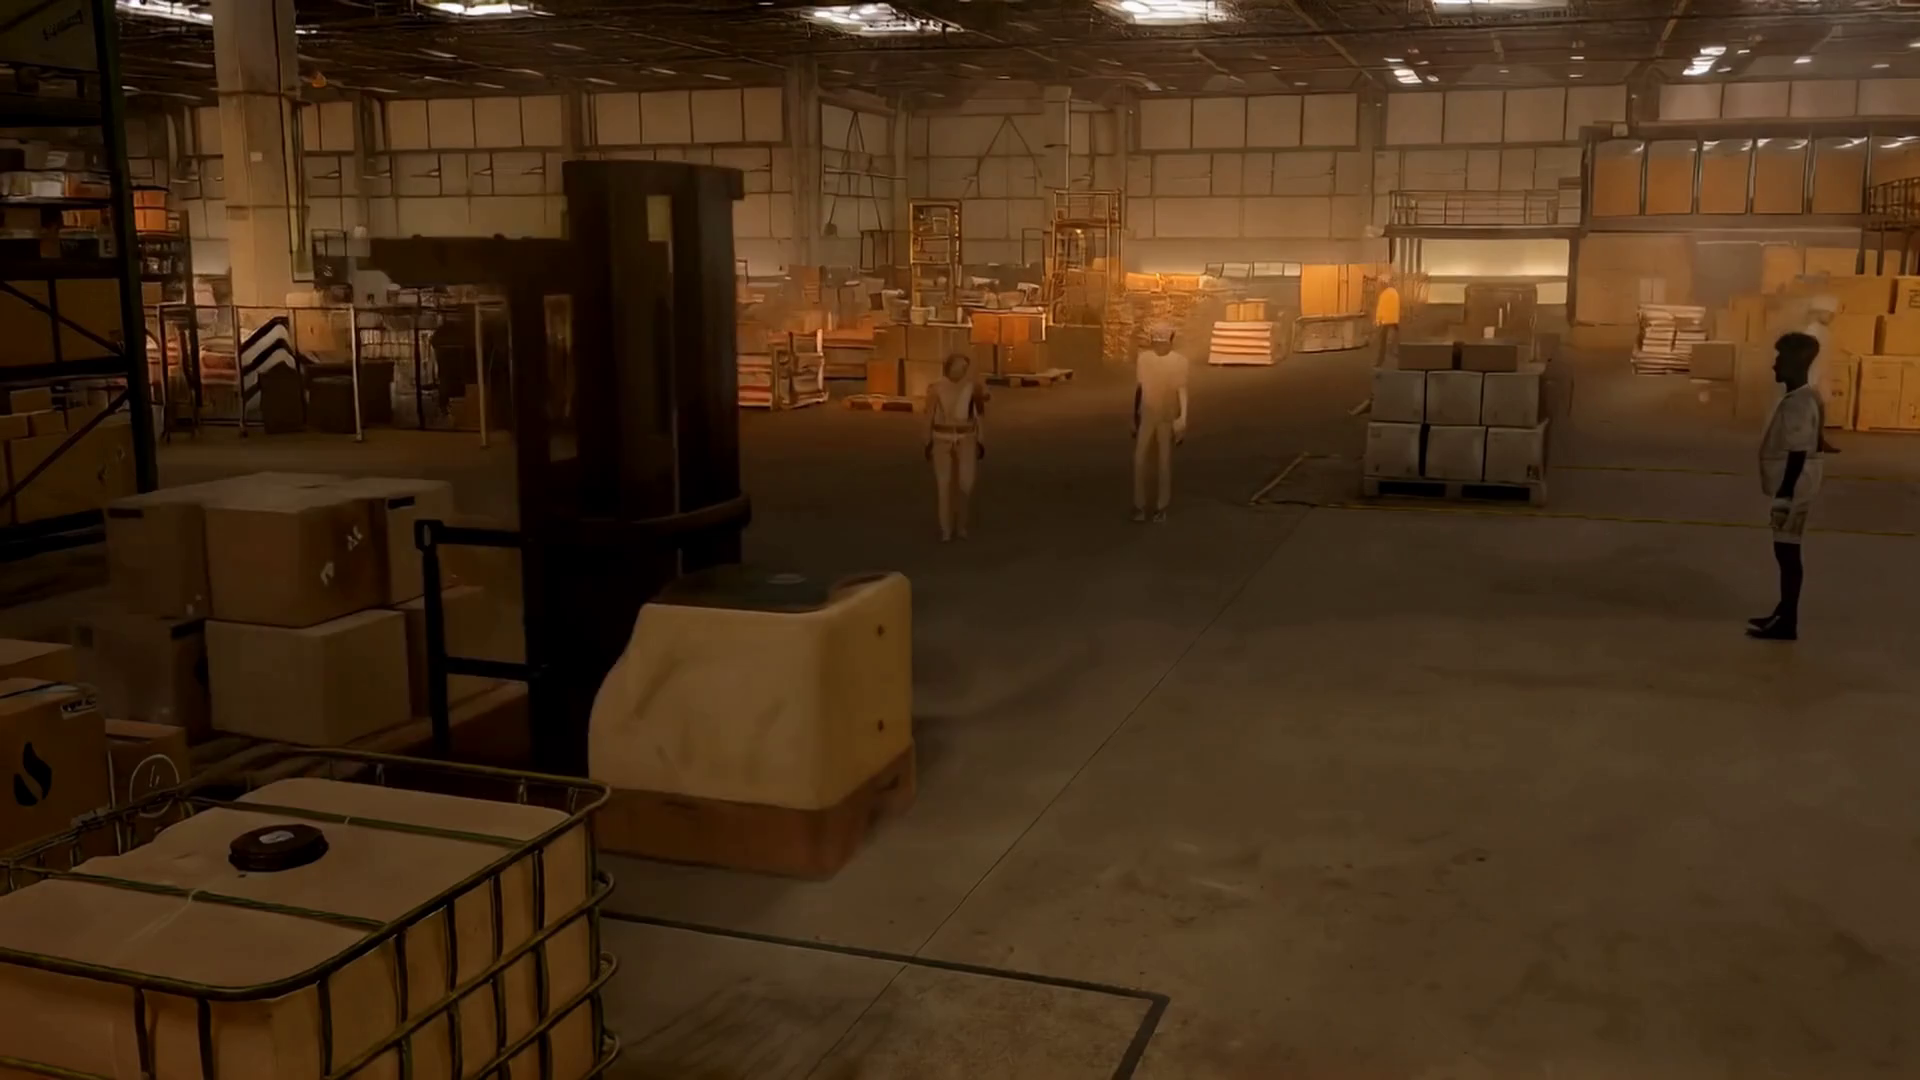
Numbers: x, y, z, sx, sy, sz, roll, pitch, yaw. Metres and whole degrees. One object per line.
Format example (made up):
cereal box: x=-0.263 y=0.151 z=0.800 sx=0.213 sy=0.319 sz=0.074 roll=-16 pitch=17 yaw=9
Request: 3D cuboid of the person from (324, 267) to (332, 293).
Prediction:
person: x=-21.937 y=-8.581 z=57.623 sx=0.821 sy=1.736 sz=0.534 roll=-1 pitch=10 yaw=-7

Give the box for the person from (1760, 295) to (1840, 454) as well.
person: x=10.211 y=-2.002 z=20.077 sx=0.812 sy=1.919 sz=0.556 roll=9 pitch=13 yaw=41

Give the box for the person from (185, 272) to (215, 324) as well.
person: x=-18.098 y=-5.455 z=39.634 sx=0.648 sy=1.875 sz=0.855 roll=-2 pitch=10 yaw=-11

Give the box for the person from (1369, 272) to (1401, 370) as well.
person: x=8.663 y=-4.417 z=33.514 sx=0.832 sy=1.974 sz=0.624 roll=-3 pitch=10 yaw=-16

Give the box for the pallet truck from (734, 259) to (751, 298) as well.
pallet truck: x=-7.986 y=-9.493 z=62.019 sx=0.823 sy=1.965 sz=1.885 roll=3 pitch=11 yaw=17

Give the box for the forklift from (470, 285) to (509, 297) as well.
forklift: x=-17.990 y=-10.121 z=64.684 sx=1.157 sy=1.987 sz=2.680 roll=3 pitch=11 yaw=17

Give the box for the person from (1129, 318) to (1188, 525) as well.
person: x=1.749 y=-1.041 z=14.812 sx=0.570 sy=1.853 sz=0.594 roll=5 pitch=11 yaw=25

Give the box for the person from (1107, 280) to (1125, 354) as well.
person: x=3.600 y=-5.118 z=38.213 sx=0.498 sy=1.703 sz=0.887 roll=6 pitch=12 yaw=31

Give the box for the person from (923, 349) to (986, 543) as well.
person: x=-0.050 y=-0.783 z=13.970 sx=0.527 sy=1.626 sz=0.392 roll=0 pitch=10 yaw=1

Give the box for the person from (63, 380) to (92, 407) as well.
person: x=-11.322 y=-2.139 z=21.260 sx=0.315 sy=1.768 sz=0.526 roll=-1 pitch=10 yaw=-6

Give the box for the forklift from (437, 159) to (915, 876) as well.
forklift: x=-1.227 y=-0.169 z=7.022 sx=1.873 sy=2.768 sz=1.129 roll=3 pitch=11 yaw=19

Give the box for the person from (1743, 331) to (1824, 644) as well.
person: x=5.221 y=-0.327 z=10.490 sx=0.366 sy=1.965 sz=0.607 roll=6 pitch=12 yaw=29

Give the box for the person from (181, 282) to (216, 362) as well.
person: x=-15.588 y=-4.393 z=33.914 sx=0.950 sy=1.784 sz=0.618 roll=5 pitch=11 yaw=26
